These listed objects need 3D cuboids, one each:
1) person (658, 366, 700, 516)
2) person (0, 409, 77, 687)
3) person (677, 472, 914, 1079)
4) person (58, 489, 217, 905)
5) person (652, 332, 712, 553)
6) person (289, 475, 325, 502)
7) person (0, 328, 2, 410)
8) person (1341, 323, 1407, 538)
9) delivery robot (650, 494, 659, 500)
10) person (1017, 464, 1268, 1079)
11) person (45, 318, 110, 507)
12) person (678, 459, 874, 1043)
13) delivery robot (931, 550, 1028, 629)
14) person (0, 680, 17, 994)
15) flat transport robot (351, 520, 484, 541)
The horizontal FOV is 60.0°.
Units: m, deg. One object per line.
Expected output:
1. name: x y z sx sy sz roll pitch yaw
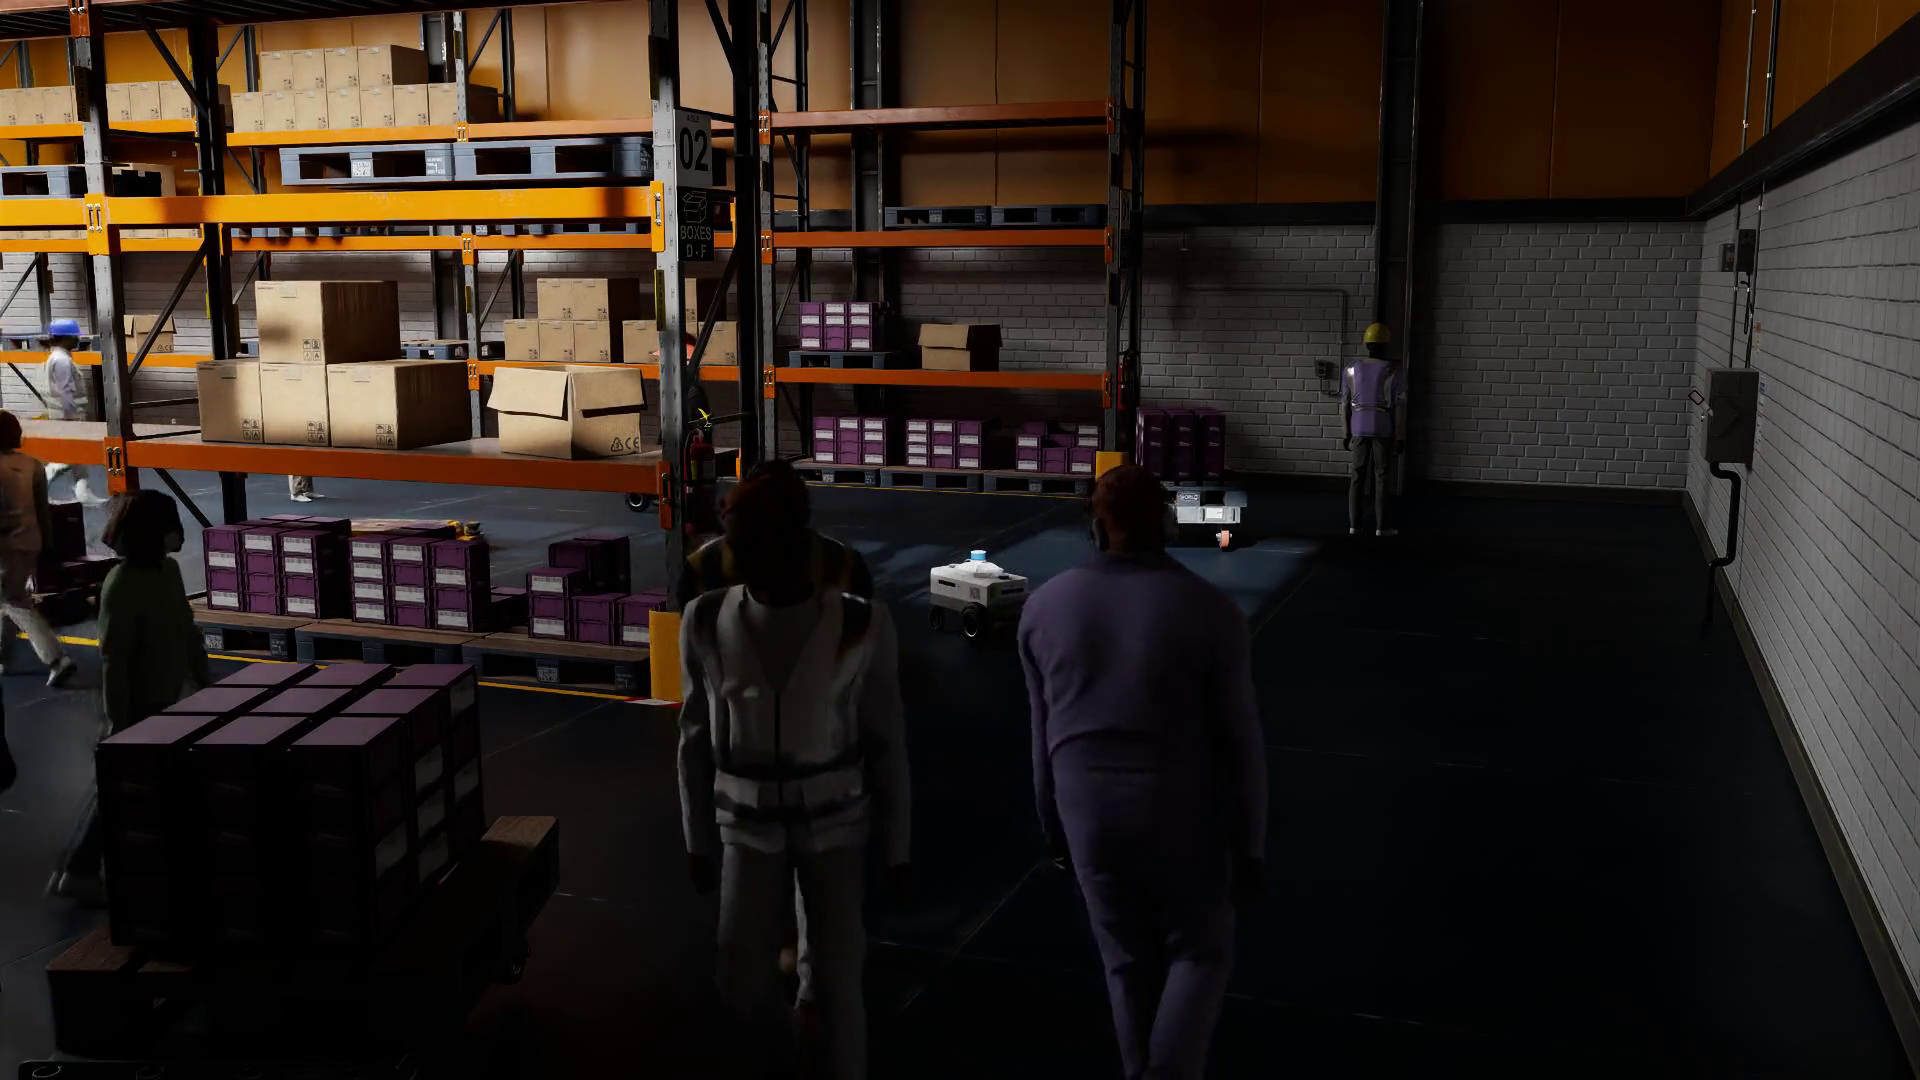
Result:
1. person: -2.688 -1.144 16.343 0.559 1.816 0.619 5 10 29
2. person: -5.435 0.042 9.576 0.850 1.599 0.506 3 10 18
3. person: -0.412 0.746 4.279 0.624 1.875 0.475 0 9 3
4. person: -2.979 0.597 6.119 0.844 1.592 0.514 -1 9 -7
5. person: -1.811 -0.371 10.926 0.375 1.997 0.611 -1 9 -5
6. person: -6.870 -1.215 17.346 0.306 1.640 0.521 1 9 4
7. person: -10.423 -1.400 17.831 0.569 1.851 0.662 -4 10 -22
8. person: 3.724 -0.982 14.966 0.594 1.930 0.354 6 11 32
9. delivery robot: -2.920 -0.609 16.637 0.707 0.478 0.477 3 10 18
10. person: 0.435 0.753 4.308 0.689 1.865 0.668 4 10 22
11. person: -9.015 -1.261 16.712 0.650 1.931 0.626 -5 10 -29
12. person: -0.567 0.618 5.371 0.643 1.799 0.834 0 9 2
13. delivery robot: 0.119 0.311 10.861 0.477 0.478 0.707 -7 11 -37
14. person: -3.246 0.605 5.072 0.610 1.915 0.542 -1 9 -9
15. flat transport robot: -4.888 -0.038 14.237 1.431 0.197 0.652 1 9 6
